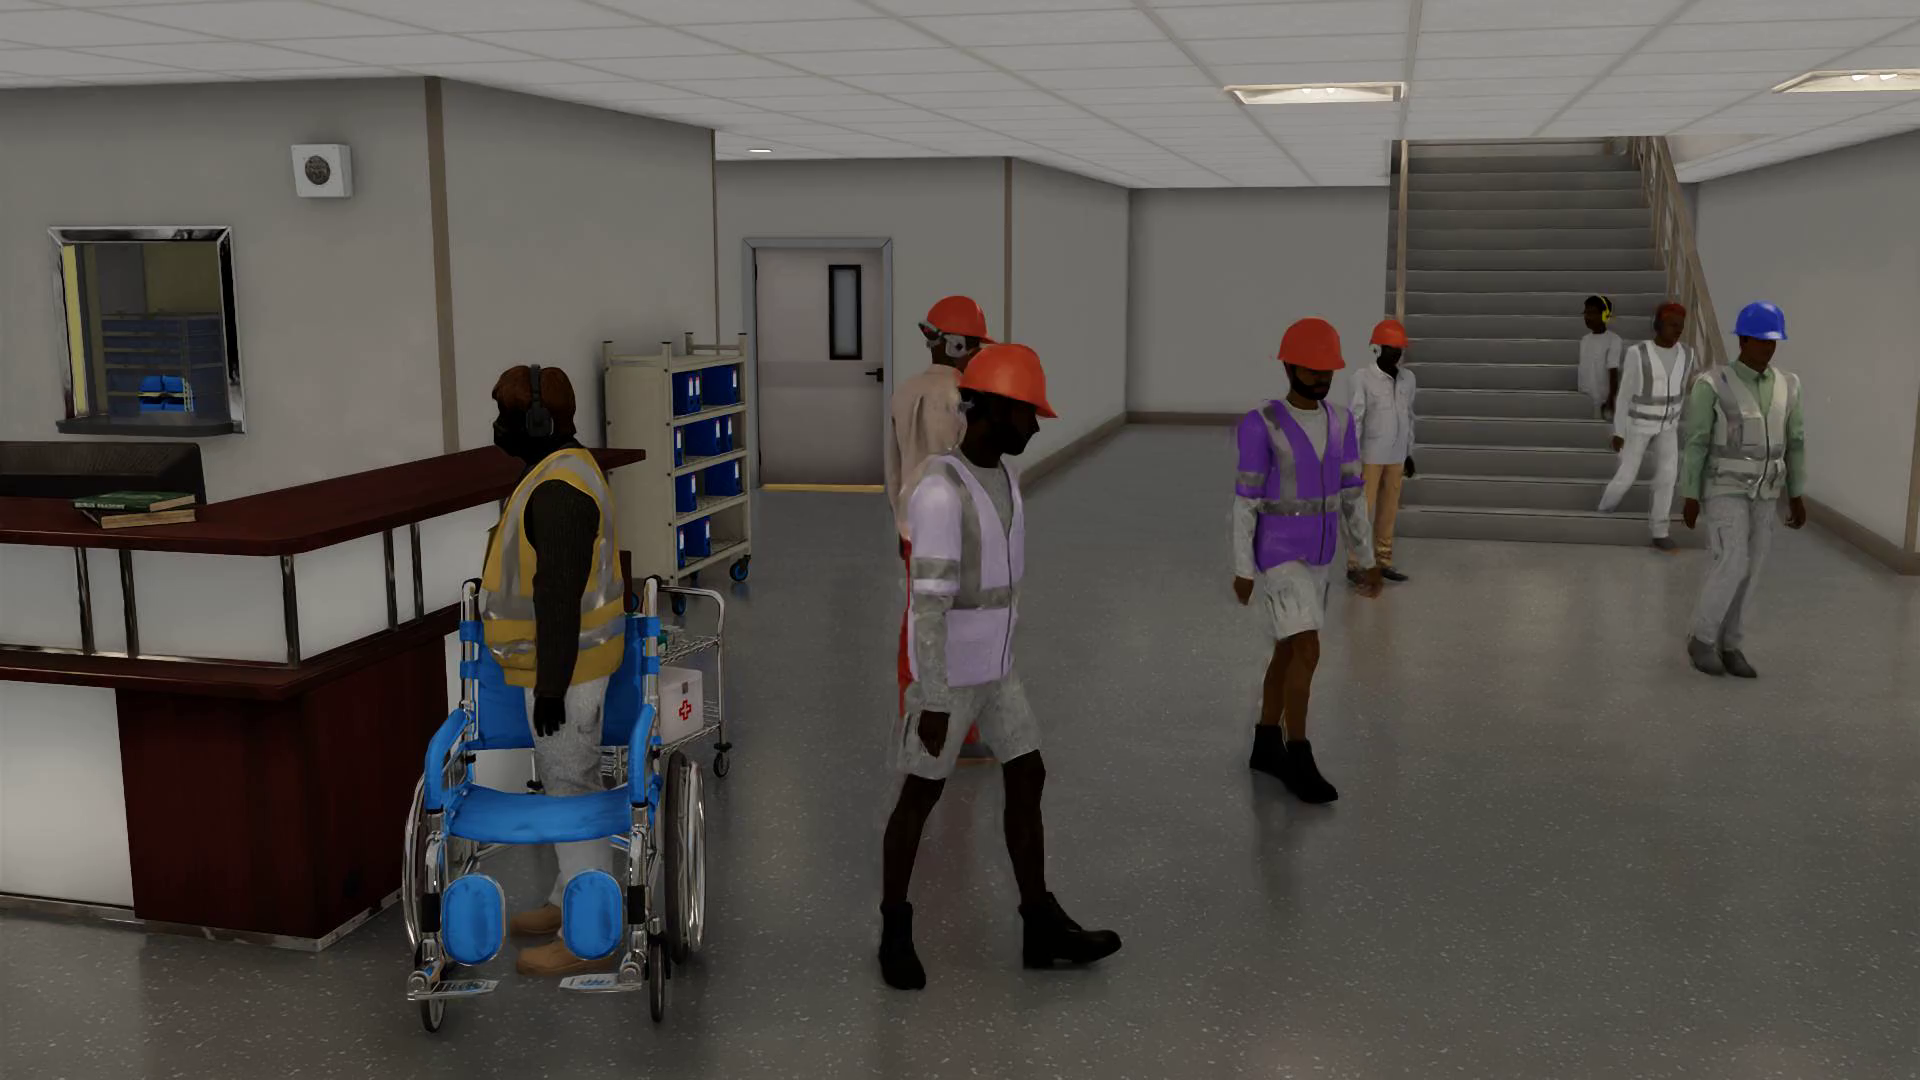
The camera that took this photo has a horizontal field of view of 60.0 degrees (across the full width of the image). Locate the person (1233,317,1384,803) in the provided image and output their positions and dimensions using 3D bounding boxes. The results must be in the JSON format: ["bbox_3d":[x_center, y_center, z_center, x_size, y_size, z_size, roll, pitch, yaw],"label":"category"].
[{"bbox_3d":[1.422,0.074,6.634,0.566,1.906,0.735,-7,12,-35],"label":"person"}]

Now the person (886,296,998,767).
[{"bbox_3d":[-0.049,-0.039,7.095,0.399,1.985,0.621,-8,13,-41],"label":"person"}]

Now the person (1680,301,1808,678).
[{"bbox_3d":[4.003,-0.242,8.475,0.608,1.932,0.454,-2,10,-14],"label":"person"}]

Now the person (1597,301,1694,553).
[{"bbox_3d":[5.061,-0.856,12.377,0.593,1.847,0.801,-2,10,-13],"label":"person"}]

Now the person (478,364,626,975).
[{"bbox_3d":[-1.236,0.384,5.071,0.429,1.837,0.626,-3,10,-15],"label":"person"}]

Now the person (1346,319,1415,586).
[{"bbox_3d":[2.786,-0.576,10.947,0.572,1.749,0.341,-5,11,-29],"label":"person"}]

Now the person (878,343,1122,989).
[{"bbox_3d":[0.087,0.385,4.866,0.766,1.891,0.638,6,11,30],"label":"person"}]
